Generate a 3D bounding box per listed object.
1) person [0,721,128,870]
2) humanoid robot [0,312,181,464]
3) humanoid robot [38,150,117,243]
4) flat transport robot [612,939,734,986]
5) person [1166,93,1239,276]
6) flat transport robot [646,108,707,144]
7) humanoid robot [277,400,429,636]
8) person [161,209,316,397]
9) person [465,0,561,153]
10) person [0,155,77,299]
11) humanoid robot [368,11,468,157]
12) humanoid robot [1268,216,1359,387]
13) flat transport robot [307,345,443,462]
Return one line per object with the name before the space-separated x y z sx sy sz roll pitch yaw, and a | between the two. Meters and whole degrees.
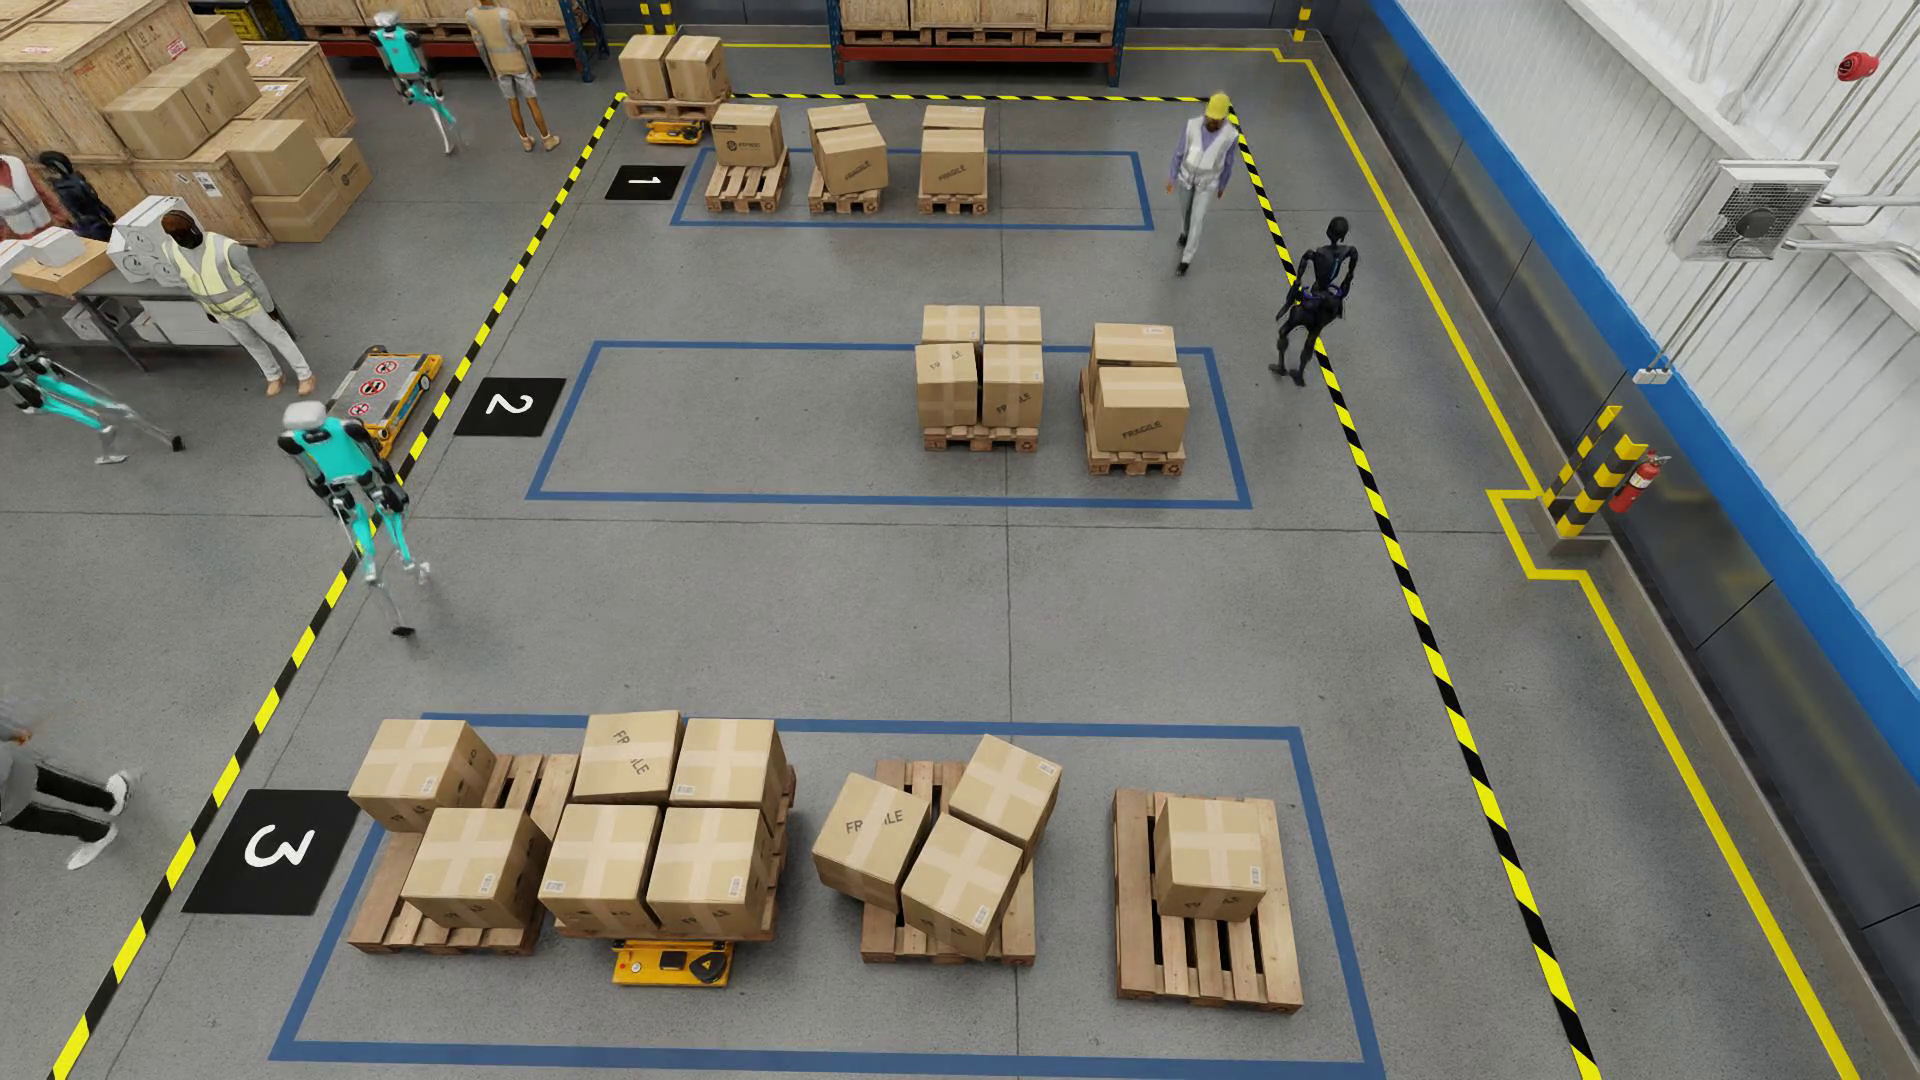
person | -5.583 1.317 5.245 0.357 1.821 0.753 -14 51 -12
humanoid robot | -7.269 -1.278 7.524 0.872 1.830 0.548 -6 50 -5
humanoid robot | -8.519 -3.005 9.011 0.721 1.629 0.584 -15 51 -12
flat transport robot | -1.659 1.971 5.681 0.652 0.197 1.431 1 50 1
person | 2.488 -3.754 9.550 0.593 1.792 0.892 23 54 18
flat transport robot | -3.671 -5.692 12.165 0.652 0.197 1.431 2 50 1
humanoid robot | -4.208 -0.055 6.475 0.556 1.776 0.965 -13 51 -11
person | -6.370 -2.058 8.086 0.622 1.837 0.429 -3 50 -3
person | -5.411 -5.713 11.038 0.605 2.048 0.366 -1 50 -1
person | -9.036 -3.036 8.880 0.717 1.886 0.616 10 51 8
humanoid robot | -6.438 -5.449 11.082 0.538 1.882 0.741 -1 50 -1
humanoid robot | 3.197 -2.125 8.242 0.609 1.643 0.370 -7 50 -6
flat transport robot | -5.383 -1.269 8.441 0.659 0.231 1.431 1 50 1
